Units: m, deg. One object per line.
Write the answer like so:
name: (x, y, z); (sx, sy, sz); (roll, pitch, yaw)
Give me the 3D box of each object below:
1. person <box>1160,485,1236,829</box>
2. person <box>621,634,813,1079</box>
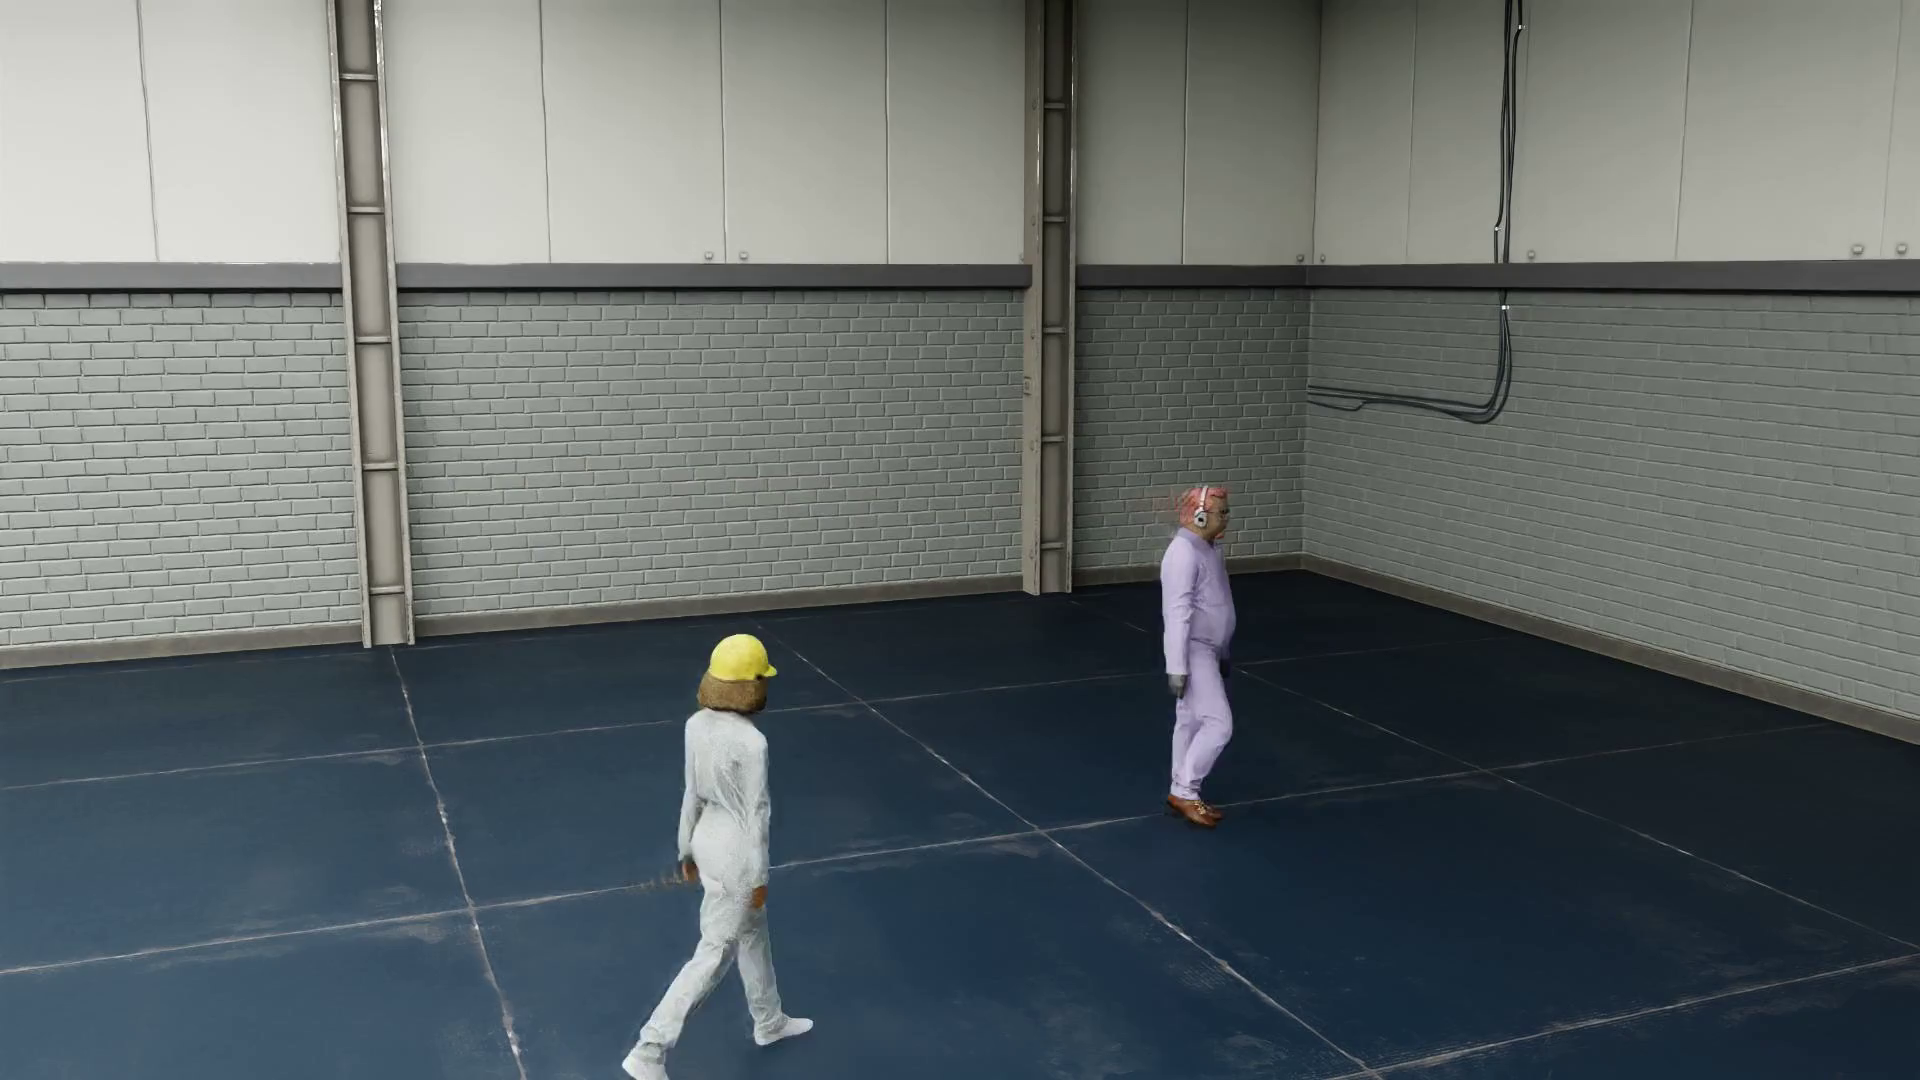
person: (1.350, 0.642, 9.141); (0.462, 1.890, 0.679); (3, 10, 19)
person: (-0.925, 1.197, 6.263); (0.866, 1.707, 0.481); (-7, 12, -38)
